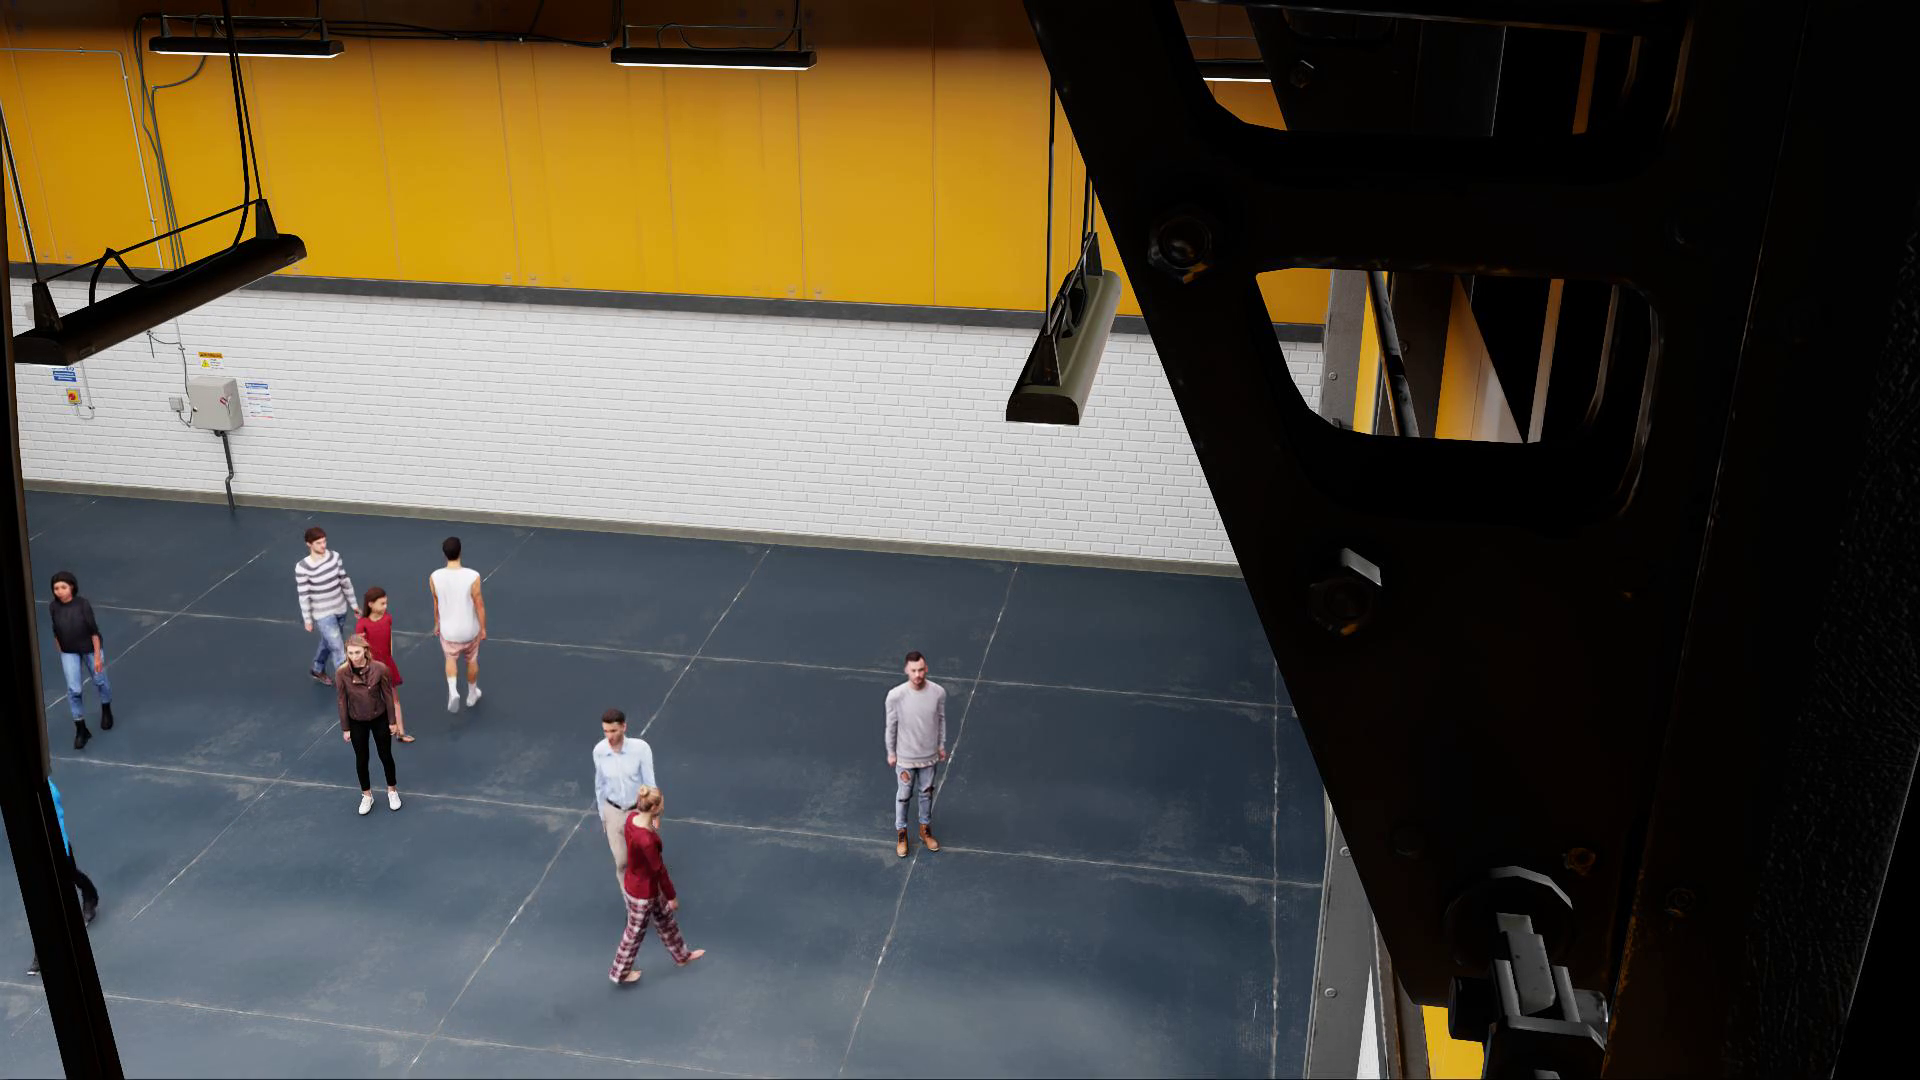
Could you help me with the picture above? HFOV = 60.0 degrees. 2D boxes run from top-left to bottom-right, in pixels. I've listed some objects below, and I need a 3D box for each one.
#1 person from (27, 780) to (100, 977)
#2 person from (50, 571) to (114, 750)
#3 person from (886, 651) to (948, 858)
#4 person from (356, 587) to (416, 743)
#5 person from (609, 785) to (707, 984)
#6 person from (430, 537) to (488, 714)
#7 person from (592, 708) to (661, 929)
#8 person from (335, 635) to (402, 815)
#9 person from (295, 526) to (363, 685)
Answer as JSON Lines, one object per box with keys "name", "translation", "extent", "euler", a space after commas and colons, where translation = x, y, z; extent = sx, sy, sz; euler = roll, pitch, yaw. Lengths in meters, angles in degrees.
{"name": "person", "translation": [-6.936, 2.330, 12.714], "extent": [0.750, 1.745, 1.212], "euler": [0, 24, 1]}
{"name": "person", "translation": [-8.285, 1.043, 15.748], "extent": [0.808, 1.673, 0.982], "euler": [-7, 25, -16]}
{"name": "person", "translation": [-0.365, 1.754, 13.913], "extent": [0.762, 1.840, 0.734], "euler": [-6, 24, -14]}
{"name": "person", "translation": [-5.548, 1.153, 15.714], "extent": [1.079, 1.499, 1.077], "euler": [-19, 30, -36]}
{"name": "person", "translation": [-2.415, 2.576, 12.238], "extent": [1.013, 1.676, 1.030], "euler": [-11, 26, -23]}
{"name": "person", "translation": [-4.849, 0.870, 16.028], "extent": [0.814, 1.766, 0.964], "euler": [-3, 24, -7]}
{"name": "person", "translation": [-2.597, 2.102, 13.133], "extent": [0.815, 1.826, 1.113], "euler": [-2, 24, -4]}
{"name": "person", "translation": [-5.138, 1.582, 14.479], "extent": [0.676, 1.703, 0.651], "euler": [-6, 24, -14]}
{"name": "person", "translation": [-6.264, 0.707, 16.354], "extent": [0.995, 1.803, 1.216], "euler": [13, 27, 27]}
